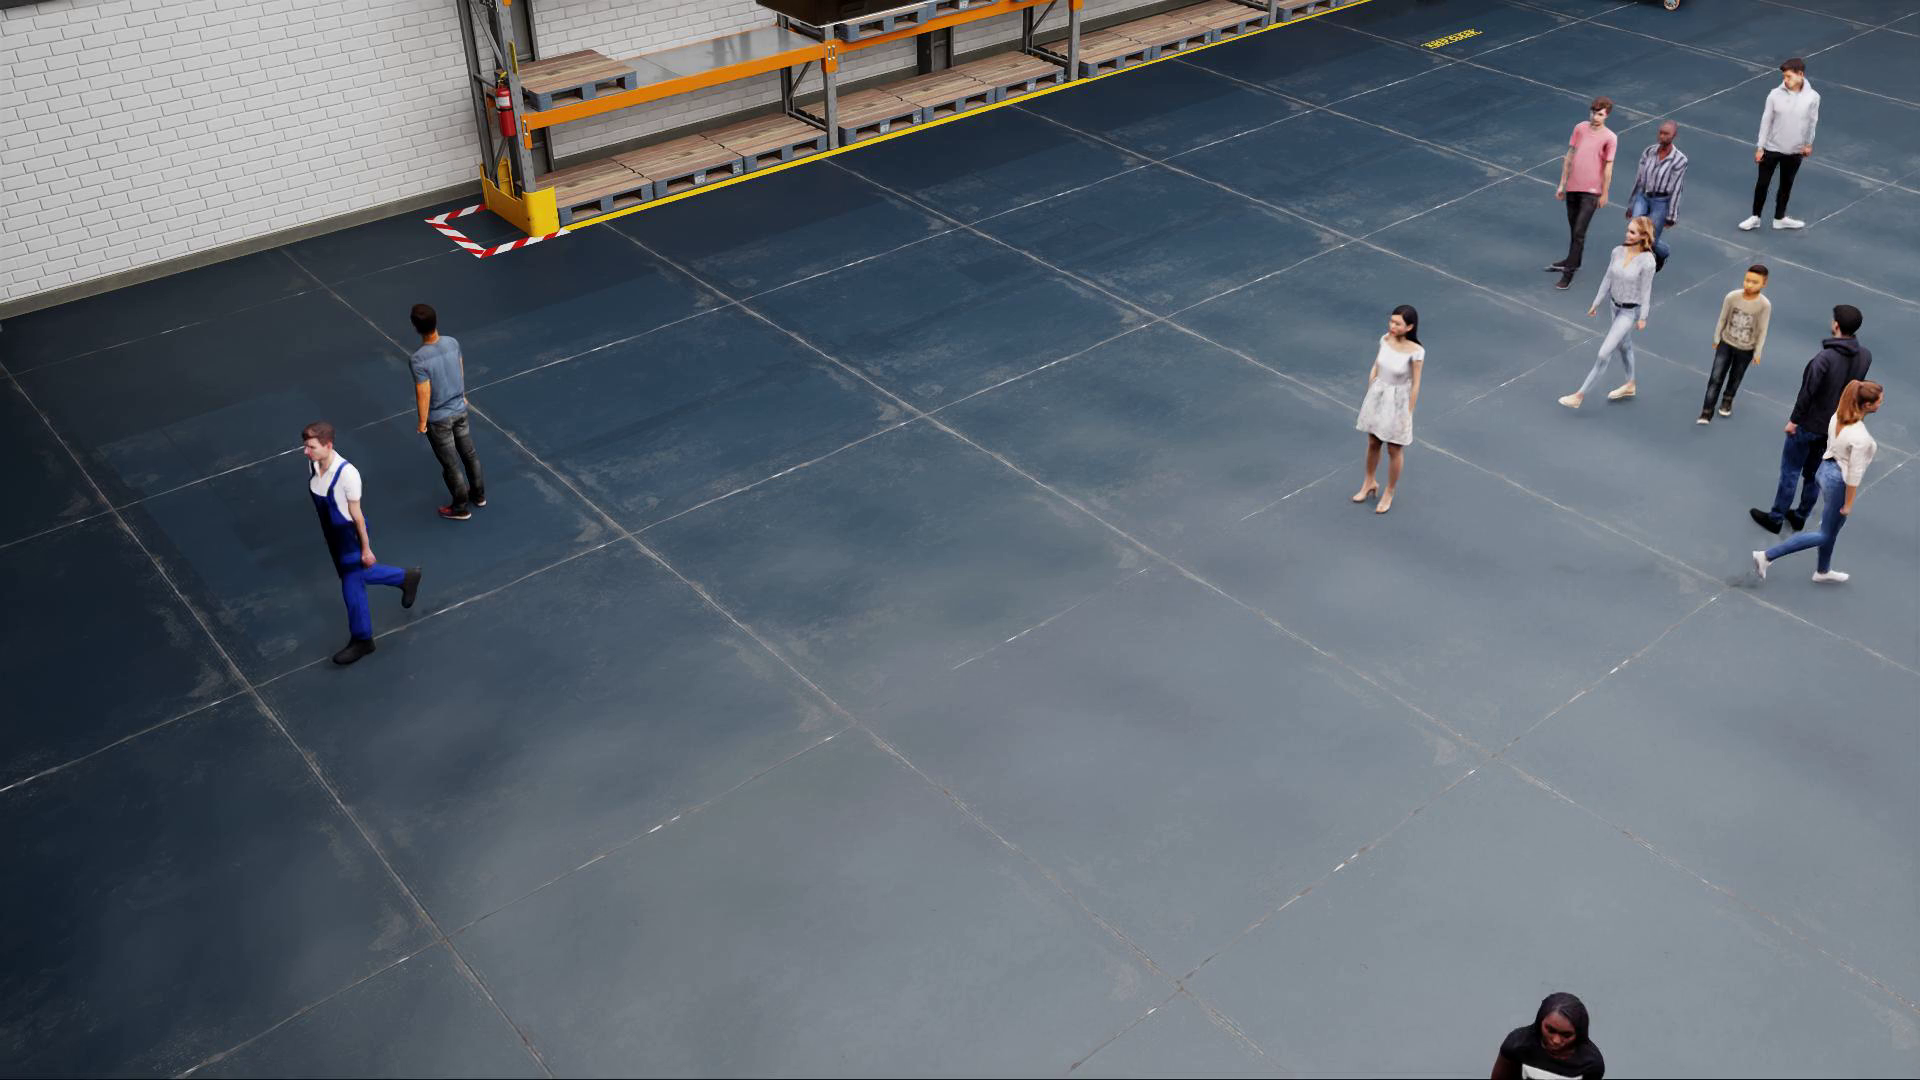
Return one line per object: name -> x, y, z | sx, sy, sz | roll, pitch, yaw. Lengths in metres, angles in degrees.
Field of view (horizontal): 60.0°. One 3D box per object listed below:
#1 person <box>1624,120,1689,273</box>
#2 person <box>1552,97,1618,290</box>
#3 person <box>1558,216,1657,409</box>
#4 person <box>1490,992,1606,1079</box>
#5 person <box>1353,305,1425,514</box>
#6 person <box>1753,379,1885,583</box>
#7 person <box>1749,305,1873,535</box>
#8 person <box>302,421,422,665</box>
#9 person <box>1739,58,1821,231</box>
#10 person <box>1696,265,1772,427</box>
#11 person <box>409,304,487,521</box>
person -> 6.861, -3.286, 16.393 | 0.864, 1.776, 0.645 | -26, 41, -33
person -> 6.254, -3.508, 16.588 | 0.892, 1.929, 0.667 | -19, 38, -26
person -> 5.827, -1.966, 14.431 | 1.205, 1.749, 0.872 | -12, 35, -17
person -> 2.618, 2.613, 7.577 | 0.776, 1.711, 0.849 | 10, 35, 15
person -> 3.358, -1.023, 12.991 | 0.625, 1.774, 0.640 | -24, 41, -32
person -> 6.282, -0.379, 12.088 | 1.088, 1.699, 1.018 | 2, 34, 3
person -> 6.559, -0.897, 12.700 | 0.668, 1.884, 0.813 | -11, 35, -16
person -> -4.149, -0.055, 11.478 | 0.809, 1.836, 1.148 | 22, 39, 29
person -> 8.778, -4.185, 17.626 | 0.957, 1.909, 0.947 | 1, 34, 2
person -> 6.714, -1.696, 14.311 | 0.774, 1.433, 1.038 | 18, 38, 25
person -> -3.994, -0.998, 12.925 | 0.787, 1.805, 0.627 | 16, 37, 22
